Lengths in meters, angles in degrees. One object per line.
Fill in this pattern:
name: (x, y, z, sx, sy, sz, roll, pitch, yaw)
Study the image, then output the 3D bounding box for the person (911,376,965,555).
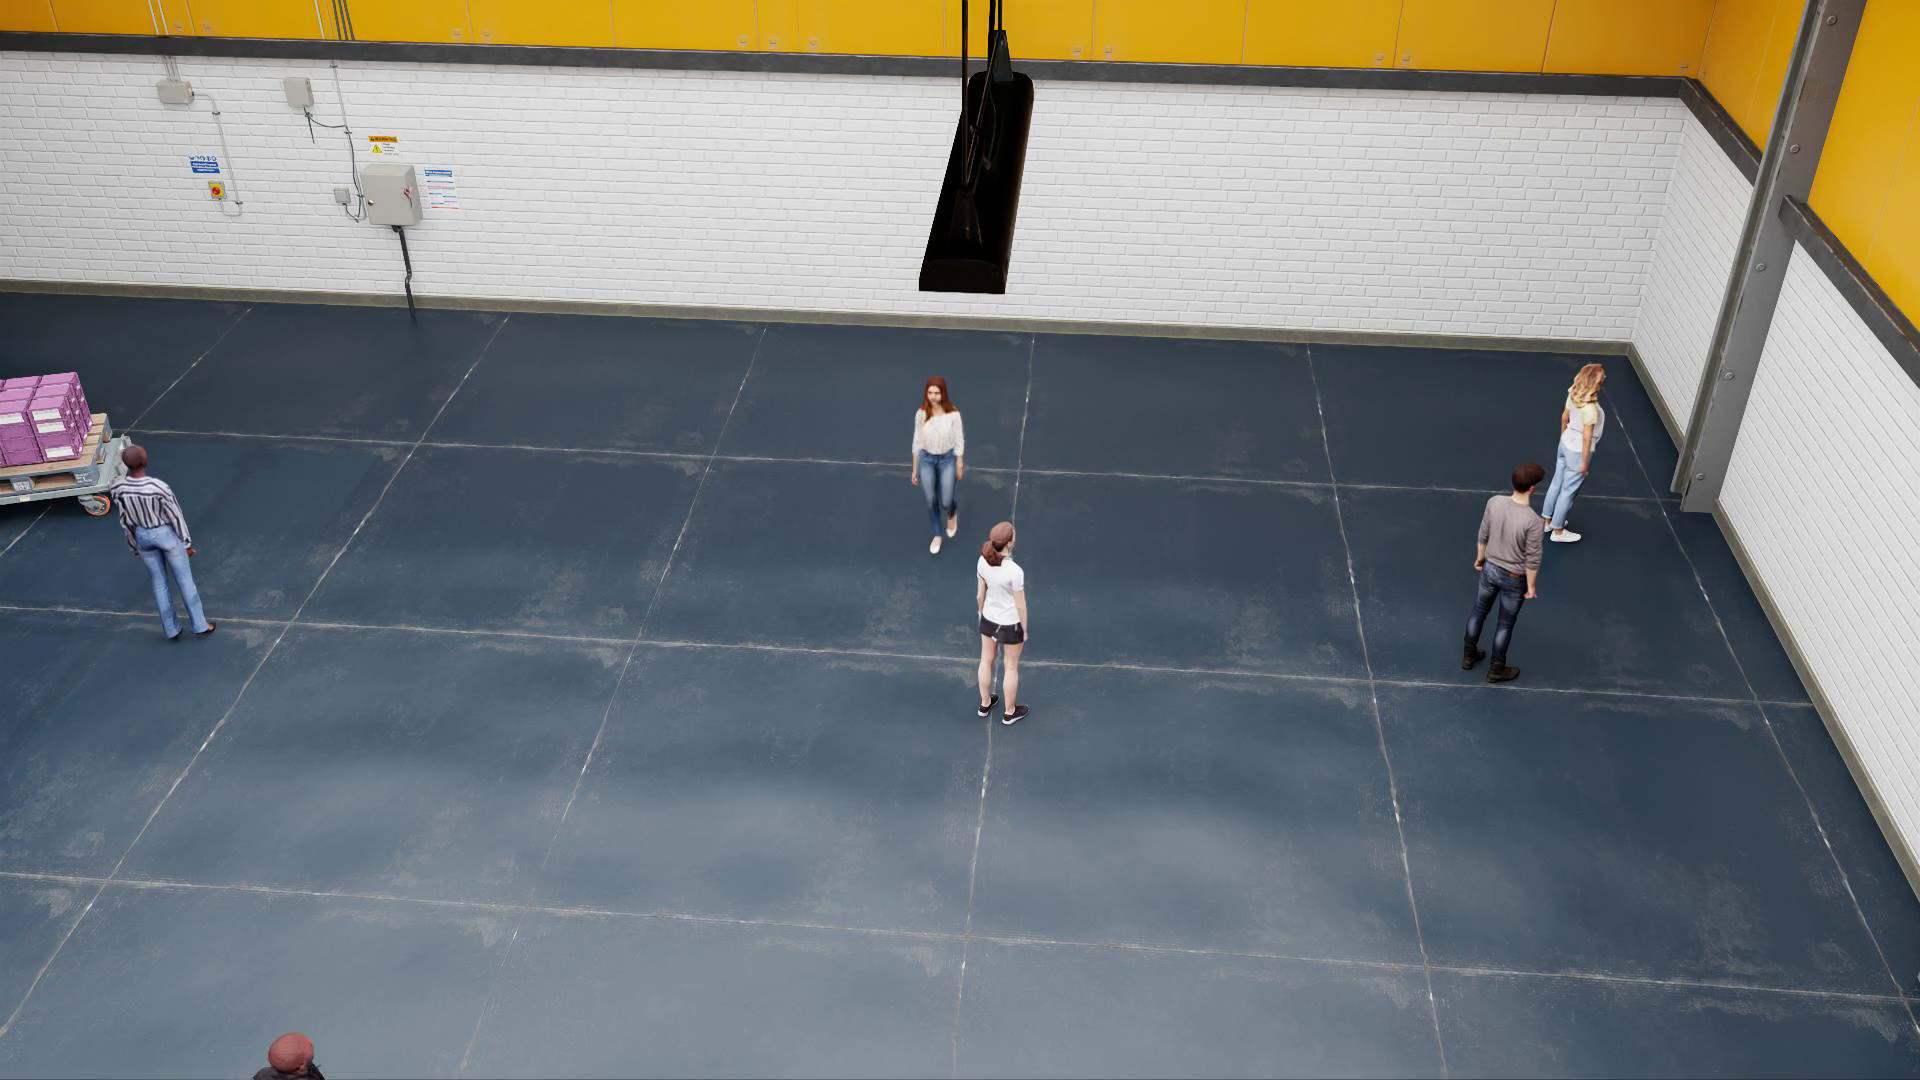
person: (-0.177, -0.707, 14.524, 0.643, 1.717, 0.712, 7, 34, 11)

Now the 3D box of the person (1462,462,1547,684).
person: (4.229, 0.248, 12.919, 0.834, 1.903, 0.767, -24, 40, -31)

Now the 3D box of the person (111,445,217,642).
person: (-6.413, 0.036, 13.336, 0.660, 1.794, 0.585, -2, 34, -2)

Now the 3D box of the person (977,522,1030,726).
person: (0.311, 0.621, 12.494, 0.653, 1.752, 0.685, 18, 38, 25)

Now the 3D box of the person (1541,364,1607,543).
person: (5.401, -0.776, 14.623, 0.738, 1.723, 0.563, -5, 34, -7)
